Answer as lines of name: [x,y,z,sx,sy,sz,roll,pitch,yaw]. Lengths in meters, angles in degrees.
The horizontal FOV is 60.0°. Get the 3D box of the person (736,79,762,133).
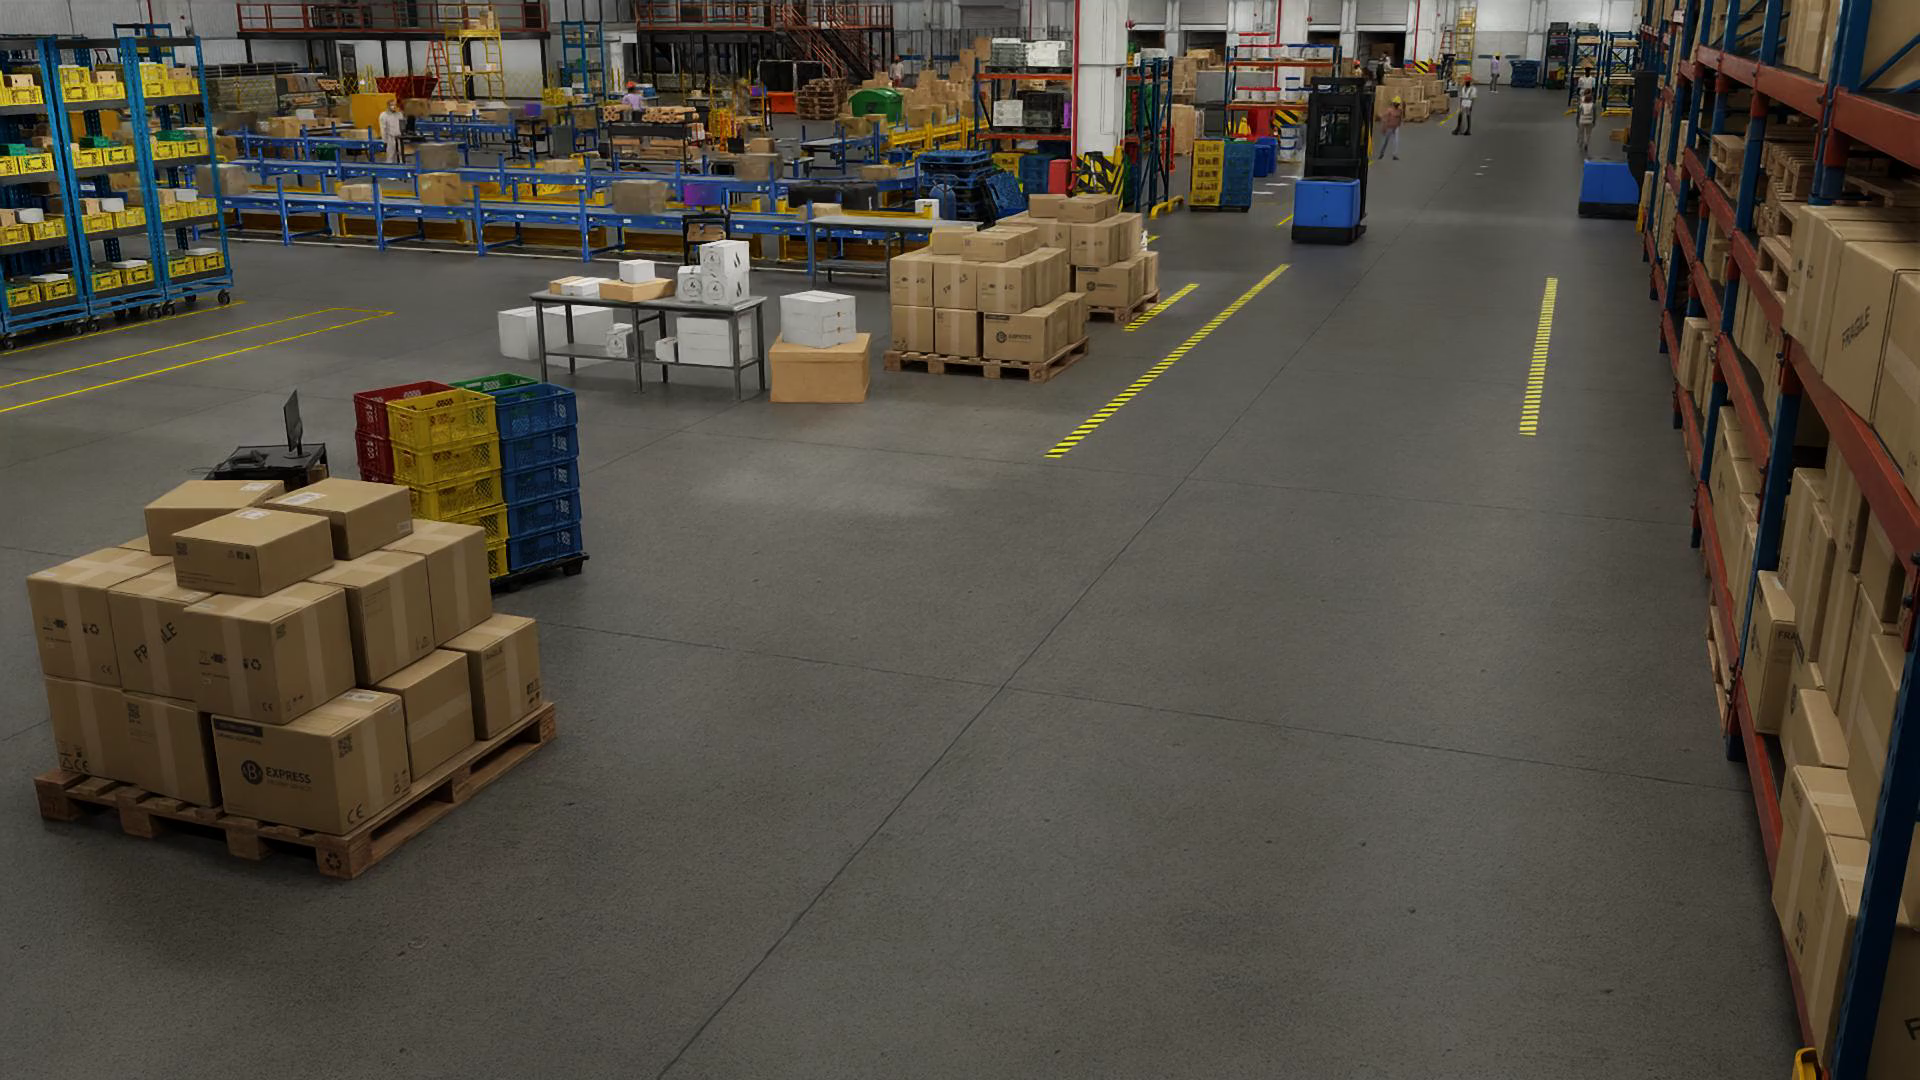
person: [-7.137,-14.433,55.319,0.974,1.774,0.585,-2,18,-5]

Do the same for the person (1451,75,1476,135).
person: [16.397,-14.113,54.083,0.902,1.900,0.574,-14,22,-37]

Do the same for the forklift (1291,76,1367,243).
forklift: [6.598,-6.755,29.381,1.129,2.768,1.873,6,19,19]

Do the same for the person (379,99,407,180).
person: [-13.576,-9.610,39.952,0.399,1.899,0.647,14,22,37]

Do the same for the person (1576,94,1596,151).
person: [18.173,-12.136,48.322,0.540,1.614,0.674,6,19,18]

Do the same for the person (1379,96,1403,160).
person: [11.766,-11.254,45.425,0.539,1.714,0.768,-4,18,-13]

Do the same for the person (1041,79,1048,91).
person: [3.920,-21.743,78.319,0.488,1.743,0.319,-15,23,-39]

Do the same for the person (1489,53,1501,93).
person: [26.624,-23.223,82.675,0.375,1.922,0.594,-7,19,-20]

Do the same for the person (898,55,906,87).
person: [-2.900,-22.256,79.694,0.826,1.892,0.593,-10,20,-28]

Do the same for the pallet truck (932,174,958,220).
pallet truck: [-0.507,-5.292,27.348,0.653,1.274,1.630,6,19,19]

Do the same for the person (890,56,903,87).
person: [-2.894,-21.232,76.398,0.608,1.952,1.052,4,18,12]

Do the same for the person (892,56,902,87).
person: [-2.956,-21.797,78.232,0.551,1.911,0.899,0,18,1]

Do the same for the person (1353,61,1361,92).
person: [16.636,-19.129,69.815,0.400,1.928,0.542,9,20,26]

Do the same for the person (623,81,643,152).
person: [-9.309,-12.090,47.549,0.609,2.023,0.866,-14,23,-38]

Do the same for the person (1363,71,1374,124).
person: [14.572,-15.866,59.678,0.602,1.855,0.516,8,19,23]

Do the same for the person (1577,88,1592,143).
person: [19.331,-13.124,51.408,0.309,1.638,0.522,-1,18,-3]

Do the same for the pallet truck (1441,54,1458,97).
pallet truck: [22.765,-21.886,78.355,0.823,1.965,1.885,-4,18,-14]

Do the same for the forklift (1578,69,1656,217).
forklift: [13.219,-7.740,32.475,1.873,2.768,1.129,6,19,18]

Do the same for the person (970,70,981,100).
person: [0.521,-15.489,58.384,0.397,1.923,0.548,-8,19,-23]

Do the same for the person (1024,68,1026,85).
person: [2.821,-21.311,76.763,0.652,1.858,0.595,-5,18,-17]

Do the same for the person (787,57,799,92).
person: [-7.837,-21.874,78.560,0.594,1.856,0.853,6,19,19]

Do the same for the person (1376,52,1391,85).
person: [23.206,-25.578,90.316,1.059,1.787,0.516,11,21,31]

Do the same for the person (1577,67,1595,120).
person: [23.031,-16.411,61.228,0.606,1.958,0.379,4,18,13]

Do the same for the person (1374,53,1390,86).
person: [19.886,-21.959,78.517,0.535,2.000,0.693,-10,20,-29]

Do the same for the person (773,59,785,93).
person: [-8.366,-21.324,76.927,0.981,1.798,0.530,-8,19,-25]

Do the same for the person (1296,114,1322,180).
person: [8.367,-9.444,39.938,0.904,1.579,0.517,-12,21,-33]
